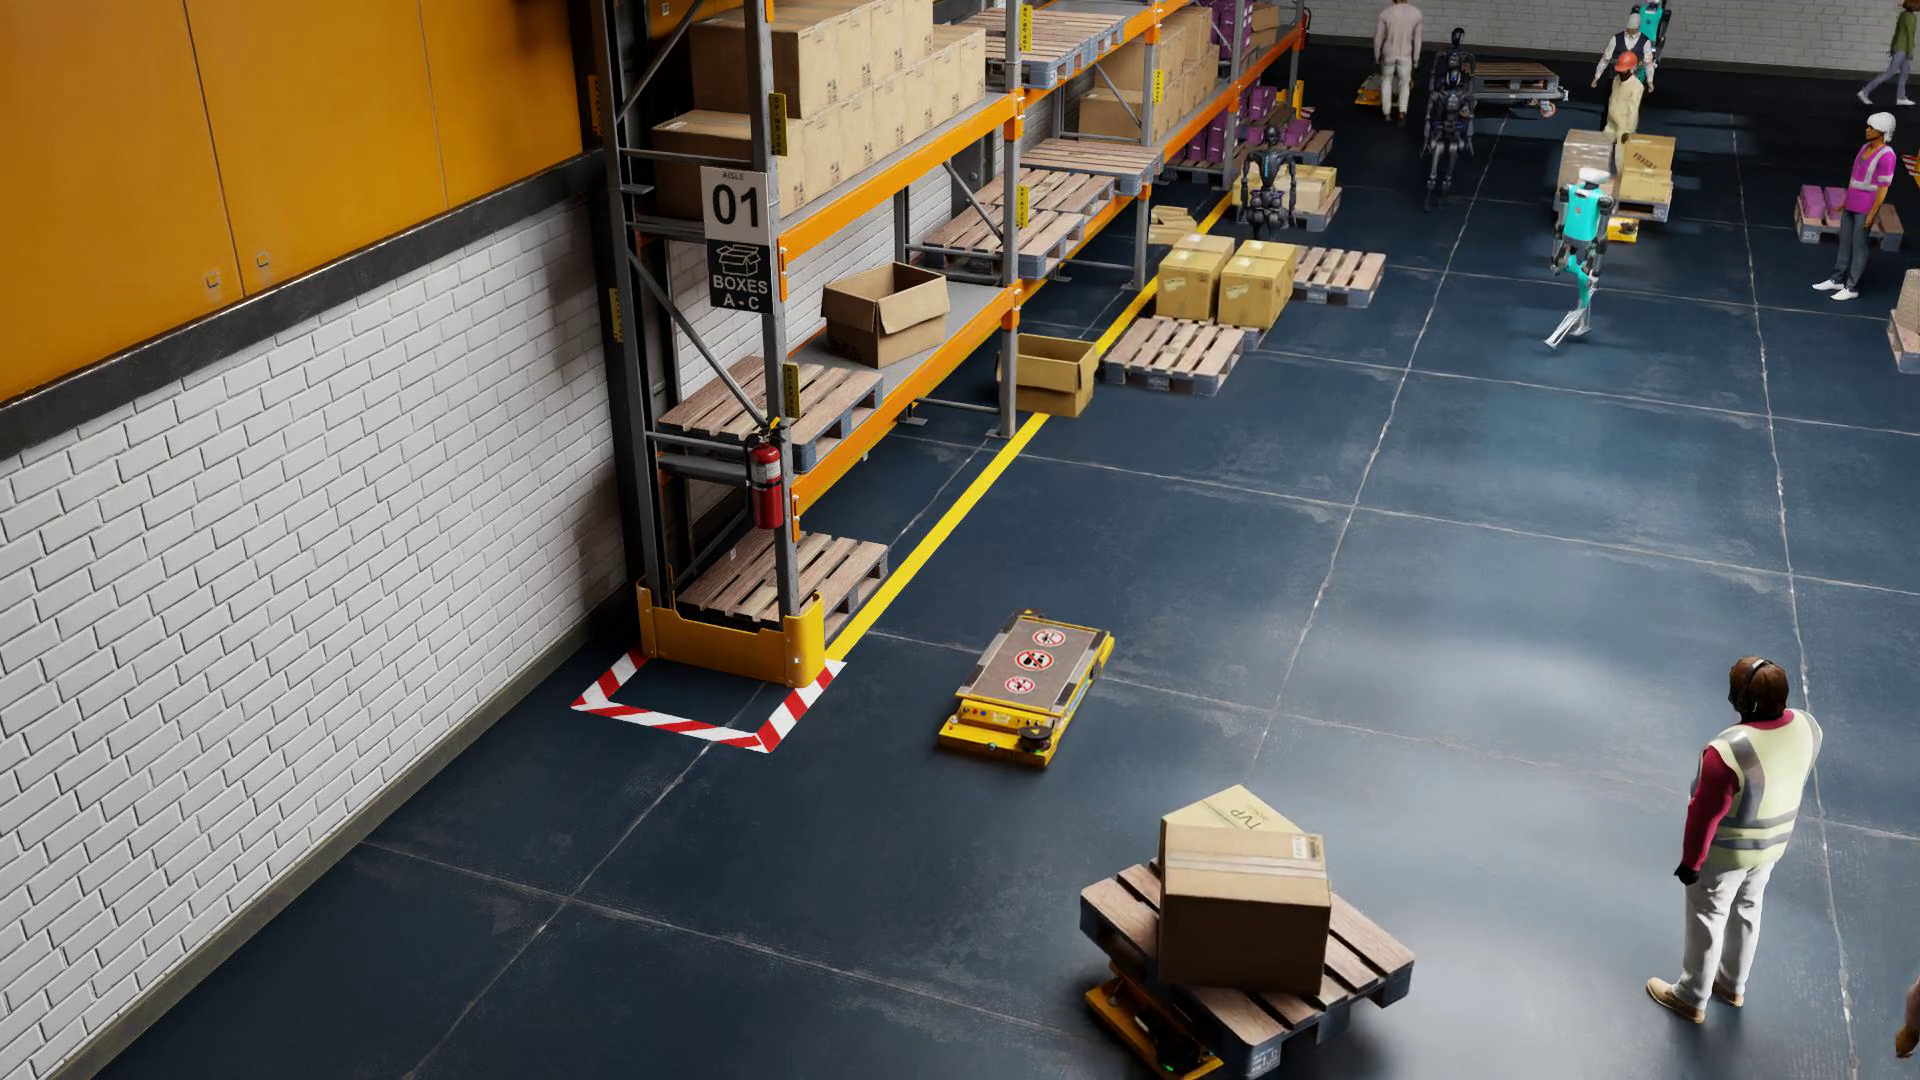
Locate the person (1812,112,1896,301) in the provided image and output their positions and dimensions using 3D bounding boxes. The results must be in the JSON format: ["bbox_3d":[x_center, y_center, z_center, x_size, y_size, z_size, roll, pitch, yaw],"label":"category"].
[{"bbox_3d":[8.885,-3.295,16.419,0.335,1.847,0.523,-2,27,-4],"label":"person"}]

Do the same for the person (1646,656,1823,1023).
[{"bbox_3d":[3.447,1.348,7.446,0.617,1.830,0.430,-12,30,-22],"label":"person"}]

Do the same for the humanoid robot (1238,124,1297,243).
[{"bbox_3d":[3.129,-3.394,16.830,0.608,1.625,0.754,10,29,19],"label":"humanoid robot"}]

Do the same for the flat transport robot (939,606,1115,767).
[{"bbox_3d":[0.431,0.861,10.080,0.659,0.231,1.431,10,29,18],"label":"flat transport robot"}]

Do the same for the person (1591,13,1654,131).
[{"bbox_3d":[8.696,-6.015,21.797,0.766,1.750,0.460,10,29,19],"label":"person"}]

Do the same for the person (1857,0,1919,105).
[{"bbox_3d":[13.561,-7.095,24.050,0.797,1.598,0.496,8,28,15],"label":"person"}]

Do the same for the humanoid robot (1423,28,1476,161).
[{"bbox_3d":[6.268,-5.695,21.245,0.599,1.657,0.315,10,29,19],"label":"humanoid robot"}]

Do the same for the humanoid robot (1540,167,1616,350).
[{"bbox_3d":[5.707,-2.553,15.111,1.046,1.731,0.554,-19,33,-32],"label":"humanoid robot"}]

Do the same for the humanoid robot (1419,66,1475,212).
[{"bbox_3d":[5.617,-4.586,19.107,0.615,1.655,0.399,2,27,5],"label":"humanoid robot"}]

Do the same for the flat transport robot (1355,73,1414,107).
[{"bbox_3d":[6.317,-6.669,24.687,0.659,0.231,1.431,10,29,19],"label":"flat transport robot"}]

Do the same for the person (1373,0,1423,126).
[{"bbox_3d":[6.003,-6.645,22.856,0.660,1.897,0.609,3,27,5],"label":"person"}]

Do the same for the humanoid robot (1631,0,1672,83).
[{"bbox_3d":[9.687,-6.855,23.518,0.545,1.770,1.054,15,31,26],"label":"humanoid robot"}]

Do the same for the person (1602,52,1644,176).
[{"bbox_3d":[7.785,-4.925,19.715,0.563,1.713,0.617,-4,28,-8],"label":"person"}]

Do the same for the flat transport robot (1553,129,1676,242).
[{"bbox_3d":[7.391,-3.696,18.920,0.659,0.231,1.431,11,29,20],"label":"flat transport robot"}]

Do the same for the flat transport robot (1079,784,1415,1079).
[{"bbox_3d":[1.352,2.031,7.812,1.431,0.231,0.659,-17,32,-29],"label":"flat transport robot"}]

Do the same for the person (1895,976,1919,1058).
[{"bbox_3d":[3.874,1.896,6.220,0.623,1.973,0.422,8,28,16],"label":"person"}]
